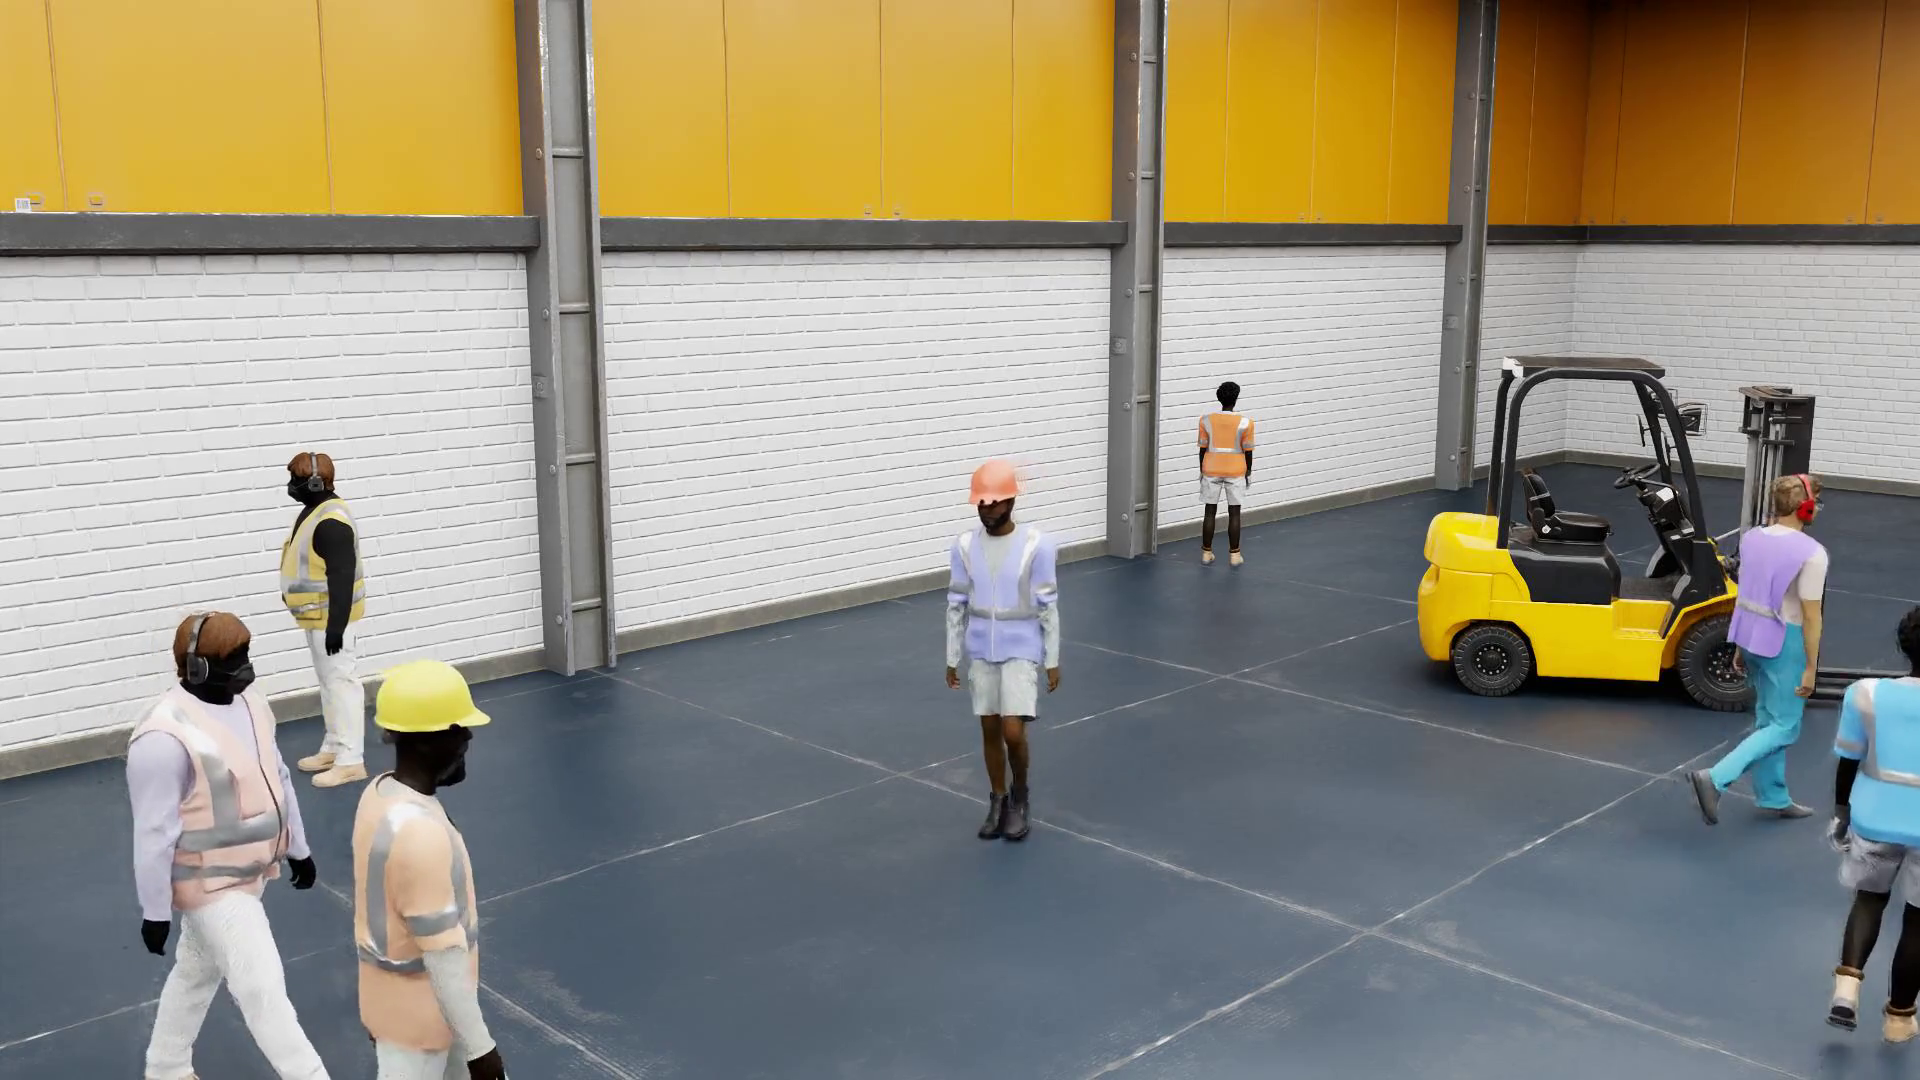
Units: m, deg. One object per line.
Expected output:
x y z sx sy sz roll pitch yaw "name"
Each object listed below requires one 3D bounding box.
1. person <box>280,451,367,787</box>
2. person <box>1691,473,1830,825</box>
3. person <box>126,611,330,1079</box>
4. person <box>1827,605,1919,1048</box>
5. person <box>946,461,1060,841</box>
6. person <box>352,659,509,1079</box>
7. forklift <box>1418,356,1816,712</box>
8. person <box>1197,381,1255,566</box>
-3.497 0.428 9.156 0.430 1.845 0.624 -6 12 -30 "person"
4.081 0.568 8.424 0.706 1.828 0.577 -2 11 -11 "person"
-2.420 1.111 5.571 0.952 1.791 0.649 1 10 5 "person"
3.486 1.063 6.108 0.541 1.682 0.397 10 14 44 "person"
0.190 0.562 8.207 0.581 1.916 0.472 4 11 23 "person"
-1.524 1.255 4.530 0.966 1.892 0.583 -4 11 -20 "person"
4.276 -0.101 11.076 2.313 2.155 1.214 2 11 13 "forklift"
2.426 -0.606 15.211 0.529 1.689 0.320 3 11 16 "person"
